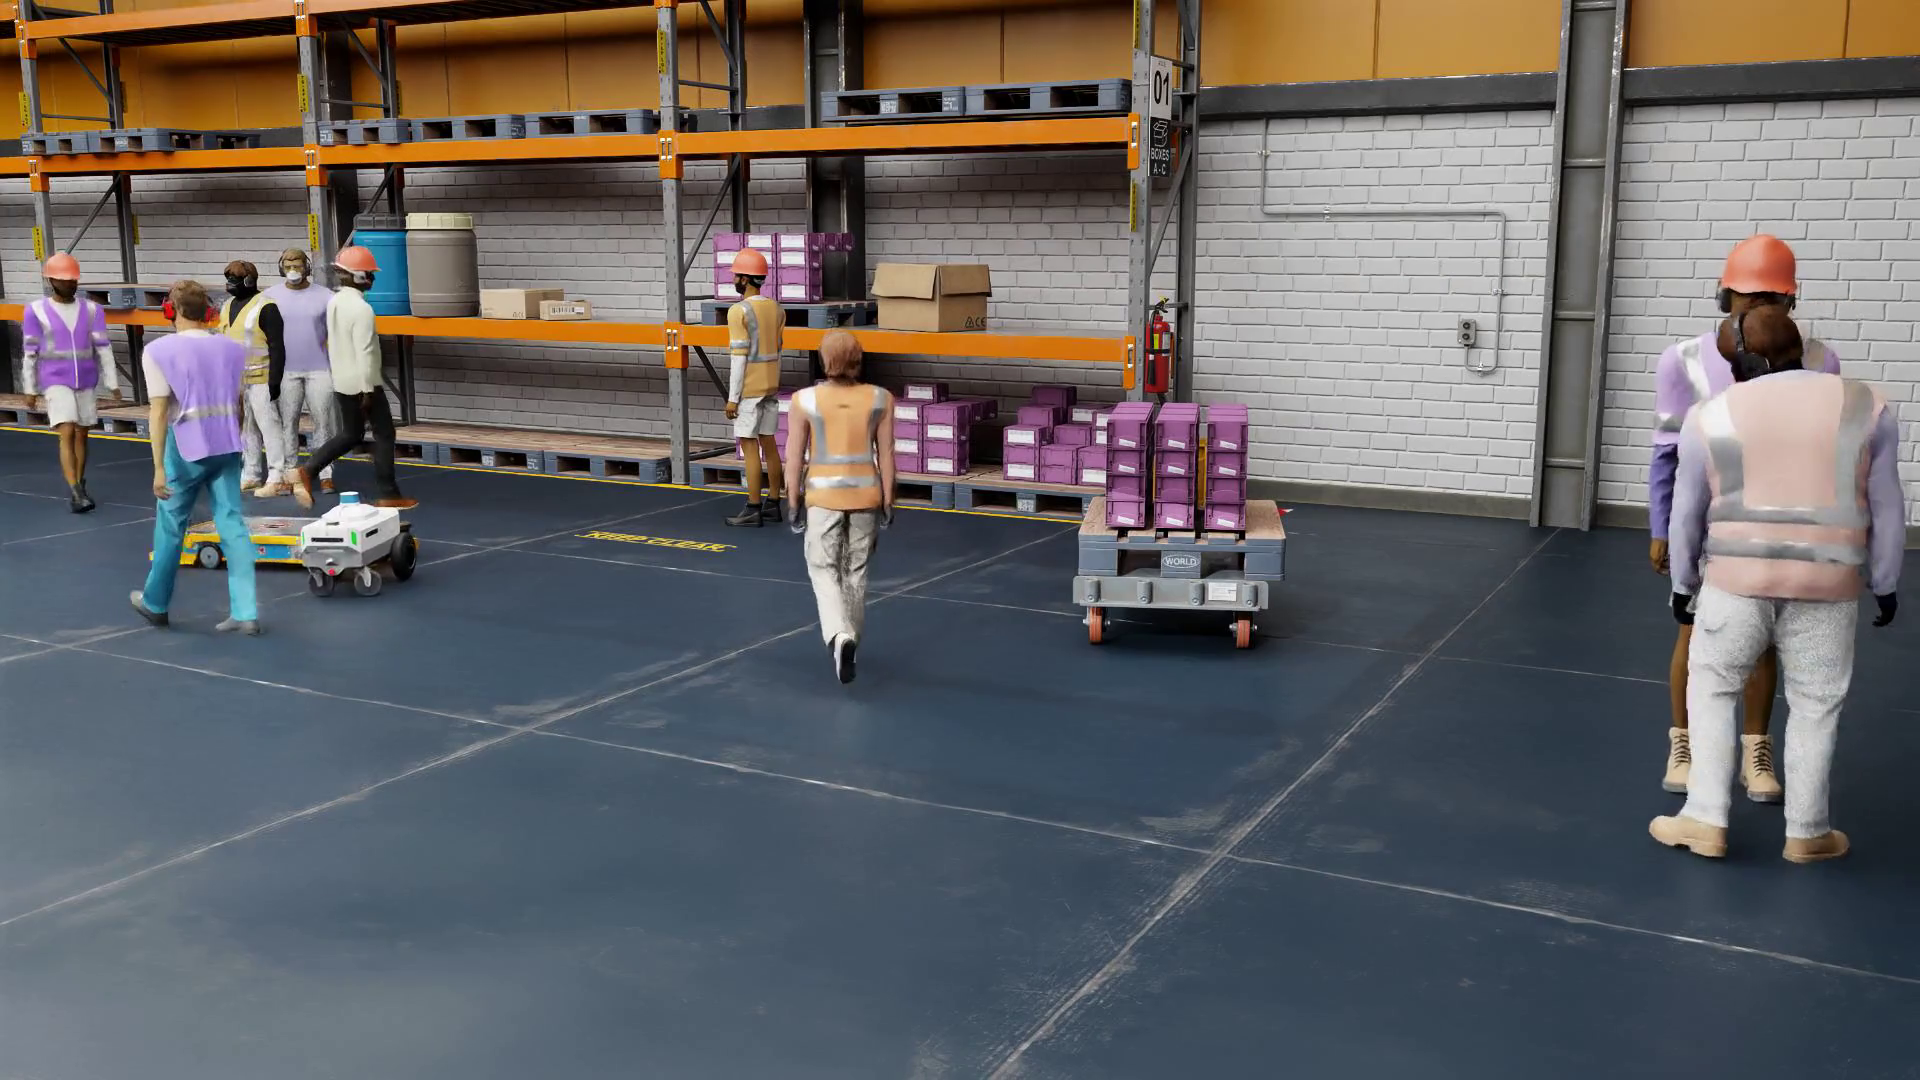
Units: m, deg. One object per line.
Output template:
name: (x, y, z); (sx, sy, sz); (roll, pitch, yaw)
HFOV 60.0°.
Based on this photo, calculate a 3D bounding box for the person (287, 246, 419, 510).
person: (-4.430, -1.146, 12.079); (0.627, 1.961, 0.851); (10, 14, 43)

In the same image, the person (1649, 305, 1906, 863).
person: (2.639, 0.158, 5.376); (0.688, 1.812, 0.448); (5, 11, 24)

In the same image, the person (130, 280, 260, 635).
person: (-3.951, -0.417, 8.527); (0.919, 1.794, 0.599); (7, 12, 33)

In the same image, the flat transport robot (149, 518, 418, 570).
flat transport robot: (-4.215, 0.007, 10.389); (1.431, 0.197, 0.652); (2, 10, 9)

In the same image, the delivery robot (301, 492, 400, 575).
delivery robot: (-3.504, -0.034, 9.579); (0.477, 0.478, 0.707); (0, 10, 2)

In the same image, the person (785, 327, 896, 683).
person: (-0.530, -0.157, 7.597); (0.521, 1.620, 0.677); (-3, 11, -16)

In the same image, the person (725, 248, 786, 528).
person: (-1.449, -1.056, 11.632); (0.349, 1.942, 0.545); (6, 12, 29)

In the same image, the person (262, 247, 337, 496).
person: (-5.165, -1.317, 13.070); (0.635, 1.937, 0.353); (-4, 11, -20)

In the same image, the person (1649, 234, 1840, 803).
person: (2.790, -0.063, 5.962); (0.608, 2.032, 0.409); (2, 11, 13)

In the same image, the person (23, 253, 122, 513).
person: (-6.520, -1.150, 12.277); (0.897, 1.892, 0.560); (9, 14, 42)

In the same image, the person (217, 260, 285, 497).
person: (-5.542, -1.255, 12.999); (0.634, 1.841, 0.429); (6, 12, 30)
